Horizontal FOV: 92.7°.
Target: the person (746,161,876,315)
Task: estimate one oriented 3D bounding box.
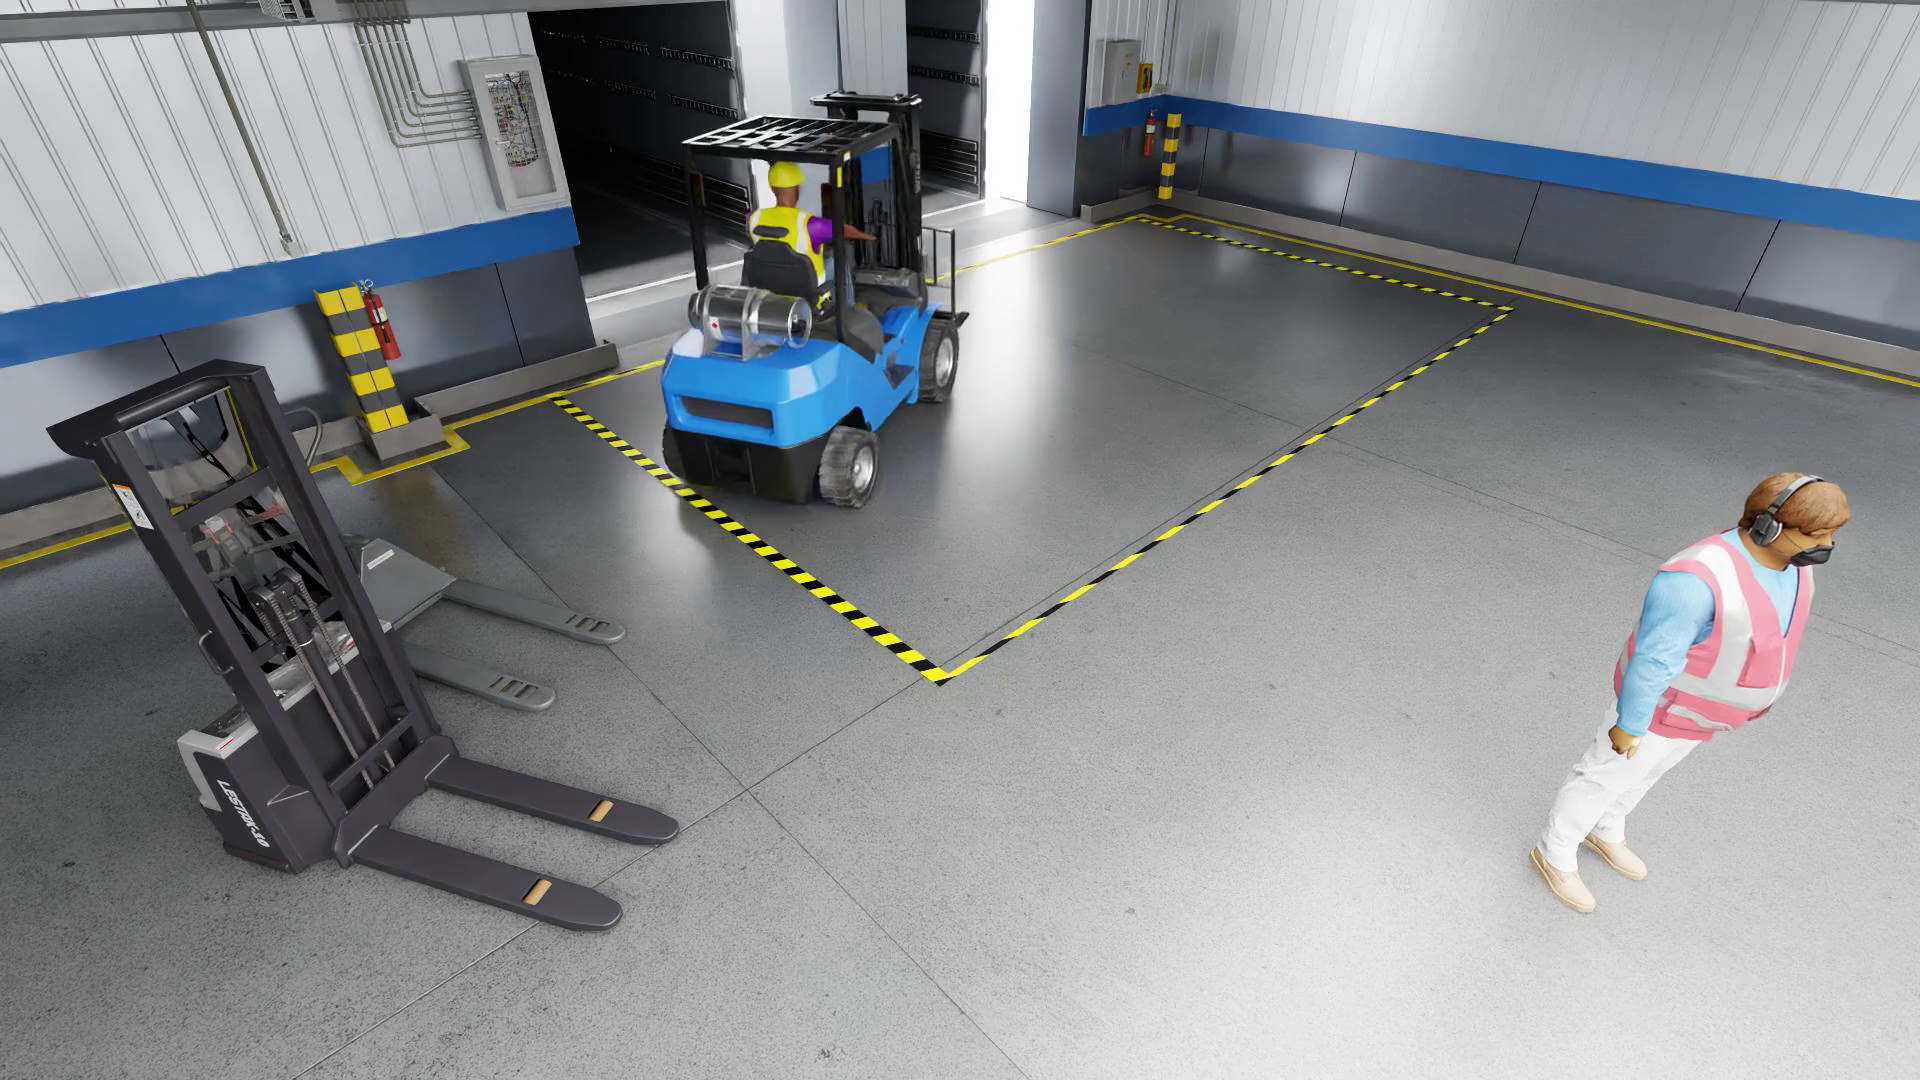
[{"bbox_3d":[-0.952,-1.957,6.203,0.635,1.293,1.004,11,36,15],"label":"person"}]

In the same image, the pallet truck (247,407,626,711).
[{"bbox_3d":[-2.628,0.038,4.590,1.601,1.201,0.680,12,36,18],"label":"pallet truck"}]

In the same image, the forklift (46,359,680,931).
[{"bbox_3d":[-2.135,0.422,3.354,1.885,1.965,0.823,10,35,14],"label":"forklift"}]

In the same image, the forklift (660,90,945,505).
[{"bbox_3d":[-0.979,-1.772,6.263,1.157,2.036,2.680,11,36,15],"label":"forklift"}]

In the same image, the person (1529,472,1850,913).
[{"bbox_3d":[2.562,0.580,3.258,0.621,1.845,0.430,-14,37,-20],"label":"person"}]
